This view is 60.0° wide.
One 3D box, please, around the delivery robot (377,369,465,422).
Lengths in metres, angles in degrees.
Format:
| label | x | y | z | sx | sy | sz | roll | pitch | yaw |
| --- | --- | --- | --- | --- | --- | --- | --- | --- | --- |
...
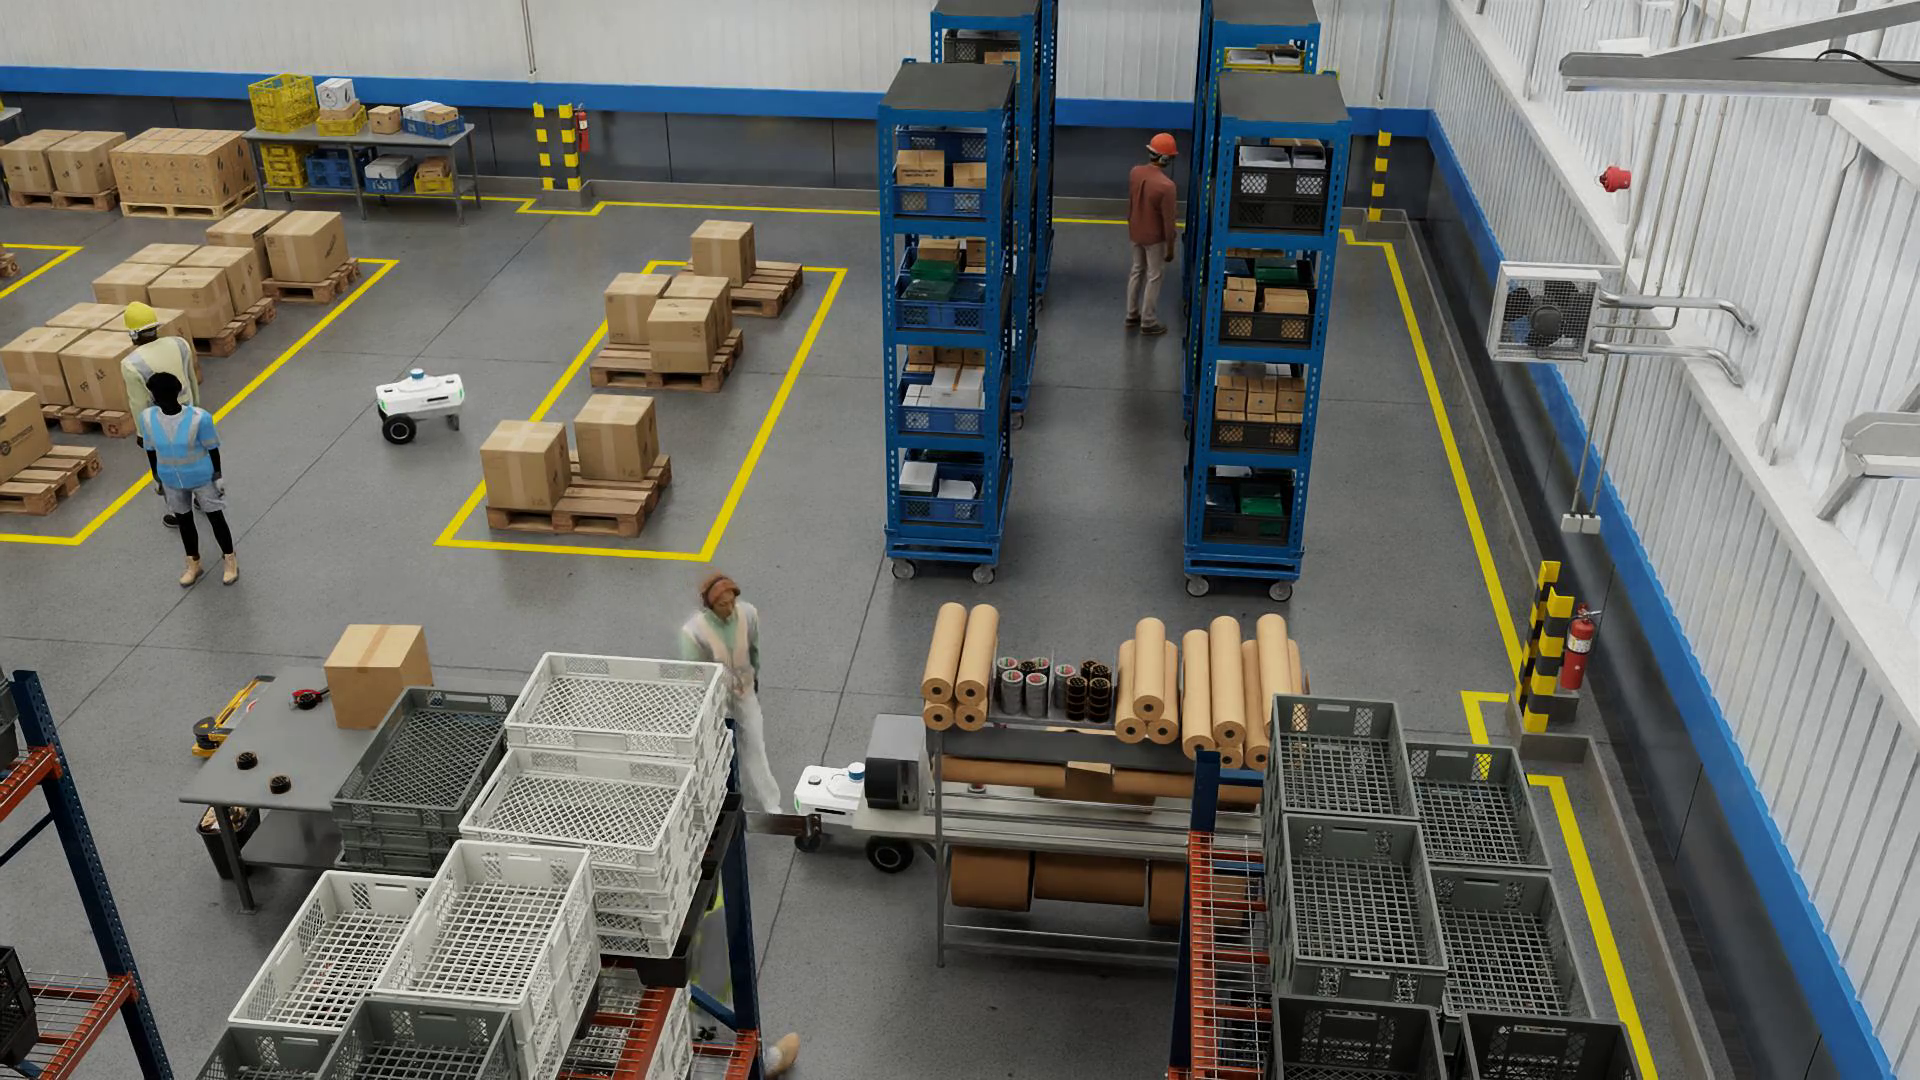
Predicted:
| label | x | y | z | sx | sy | sz | roll | pitch | yaw |
| --- | --- | --- | --- | --- | --- | --- | --- | --- | --- |
| delivery robot | -4.664 | -1.243 | 14.411 | 0.707 | 0.478 | 0.477 | -11 | 32 | -18 |

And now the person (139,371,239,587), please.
| label | x | y | z | sx | sy | sz | roll | pitch | yaw |
| --- | --- | --- | --- | --- | --- | --- | --- | --- | --- |
| person | -5.566 | -0.444 | 12.004 | 0.533 | 1.692 | 0.319 | -2 | 30 | -3 |

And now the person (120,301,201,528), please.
| label | x | y | z | sx | sy | sz | roll | pitch | yaw |
| --- | --- | --- | --- | --- | --- | --- | --- | --- | --- |
| person | -6.087 | -0.959 | 12.751 | 0.404 | 1.832 | 0.600 | 13 | 33 | 22 |

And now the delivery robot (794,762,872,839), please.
| label | x | y | z | sx | sy | sz | roll | pitch | yaw |
| --- | --- | --- | --- | --- | --- | --- | --- | --- | --- |
| delivery robot | -0.594 | 1.514 | 9.676 | 0.707 | 0.478 | 0.477 | 6 | 31 | 10 |

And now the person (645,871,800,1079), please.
| label | x | y | z | sx | sy | sz | roll | pitch | yaw |
| --- | --- | --- | --- | --- | --- | --- | --- | --- | --- |
| person | -1.230 | 2.013 | 7.719 | 0.995 | 1.765 | 0.657 | -26 | 39 | -37 |

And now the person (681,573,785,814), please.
| label | x | y | z | sx | sy | sz | roll | pitch | yaw |
| --- | --- | --- | --- | --- | --- | --- | --- | --- | --- |
| person | -1.326 | 0.947 | 9.695 | 0.532 | 1.609 | 0.734 | -18 | 35 | -27 |

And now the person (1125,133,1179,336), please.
| label | x | y | z | sx | sy | sz | roll | pitch | yaw |
| --- | --- | --- | --- | --- | --- | --- | --- | --- | --- |
| person | 1.852 | -2.934 | 16.006 | 0.411 | 1.979 | 0.630 | -20 | 36 | -31 |
